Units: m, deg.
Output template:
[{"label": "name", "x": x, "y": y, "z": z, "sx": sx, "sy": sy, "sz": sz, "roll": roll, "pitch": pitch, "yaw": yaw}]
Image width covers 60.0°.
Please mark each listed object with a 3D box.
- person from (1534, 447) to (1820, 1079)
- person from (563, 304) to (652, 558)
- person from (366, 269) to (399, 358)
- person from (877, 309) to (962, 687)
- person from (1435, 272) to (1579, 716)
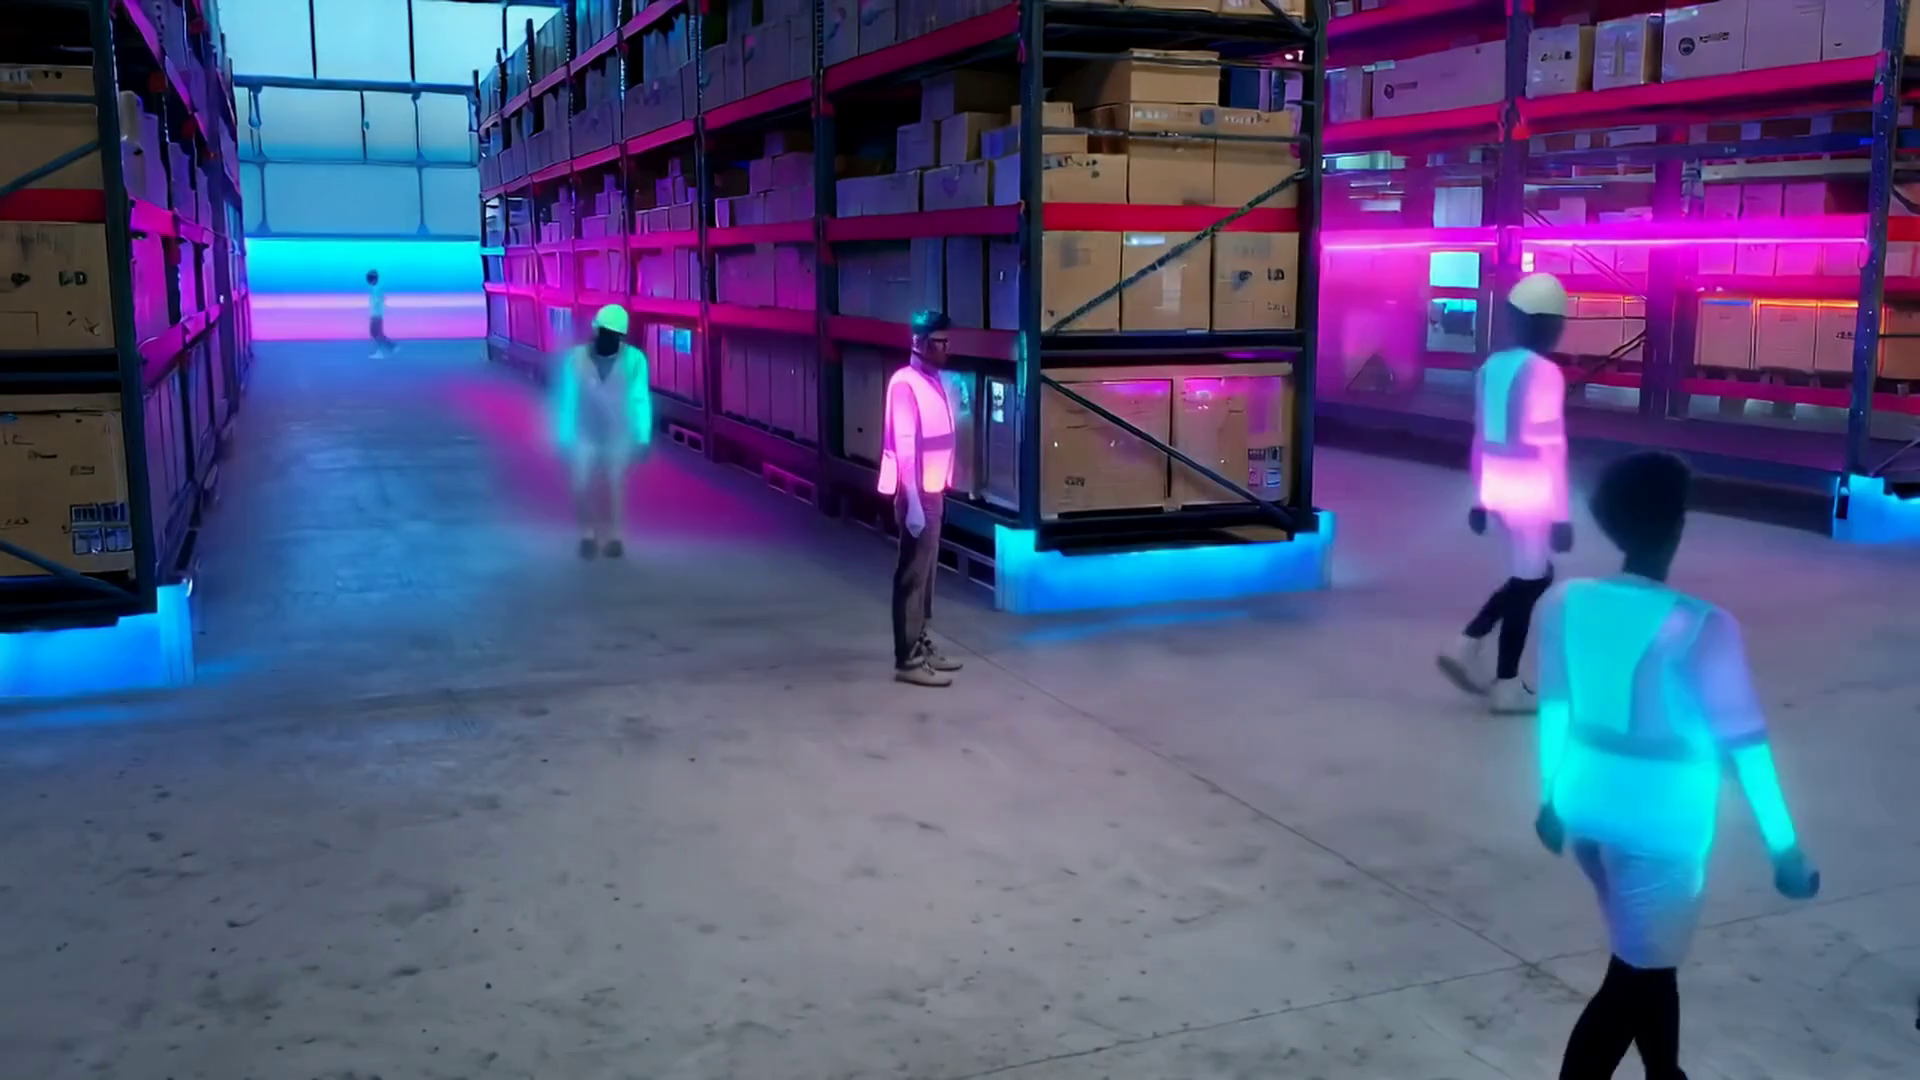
[{"label": "person", "x": 1.567, "y": 0.636, "z": 3.709, "sx": 0.611, "sy": 1.678, "sz": 0.572, "roll": -2, "pitch": 10, "yaw": -13}, {"label": "person", "x": -2.456, "y": -0.749, "z": 11.602, "sx": 0.611, "sy": 1.787, "sz": 0.577, "roll": -1, "pitch": 10, "yaw": -8}, {"label": "person", "x": -12.554, "y": -4.891, "z": 36.031, "sx": 0.552, "sy": 1.924, "sz": 0.556, "roll": -3, "pitch": 10, "yaw": -19}, {"label": "person", "x": -0.201, "y": -0.216, "z": 8.238, "sx": 0.389, "sy": 1.848, "sz": 0.567, "roll": 2, "pitch": 10, "yaw": 11}, {"label": "person", "x": 2.536, "y": -0.186, "z": 7.519, "sx": 0.472, "sy": 2.025, "sz": 0.616, "roll": -1, "pitch": 9, "yaw": -4}]
